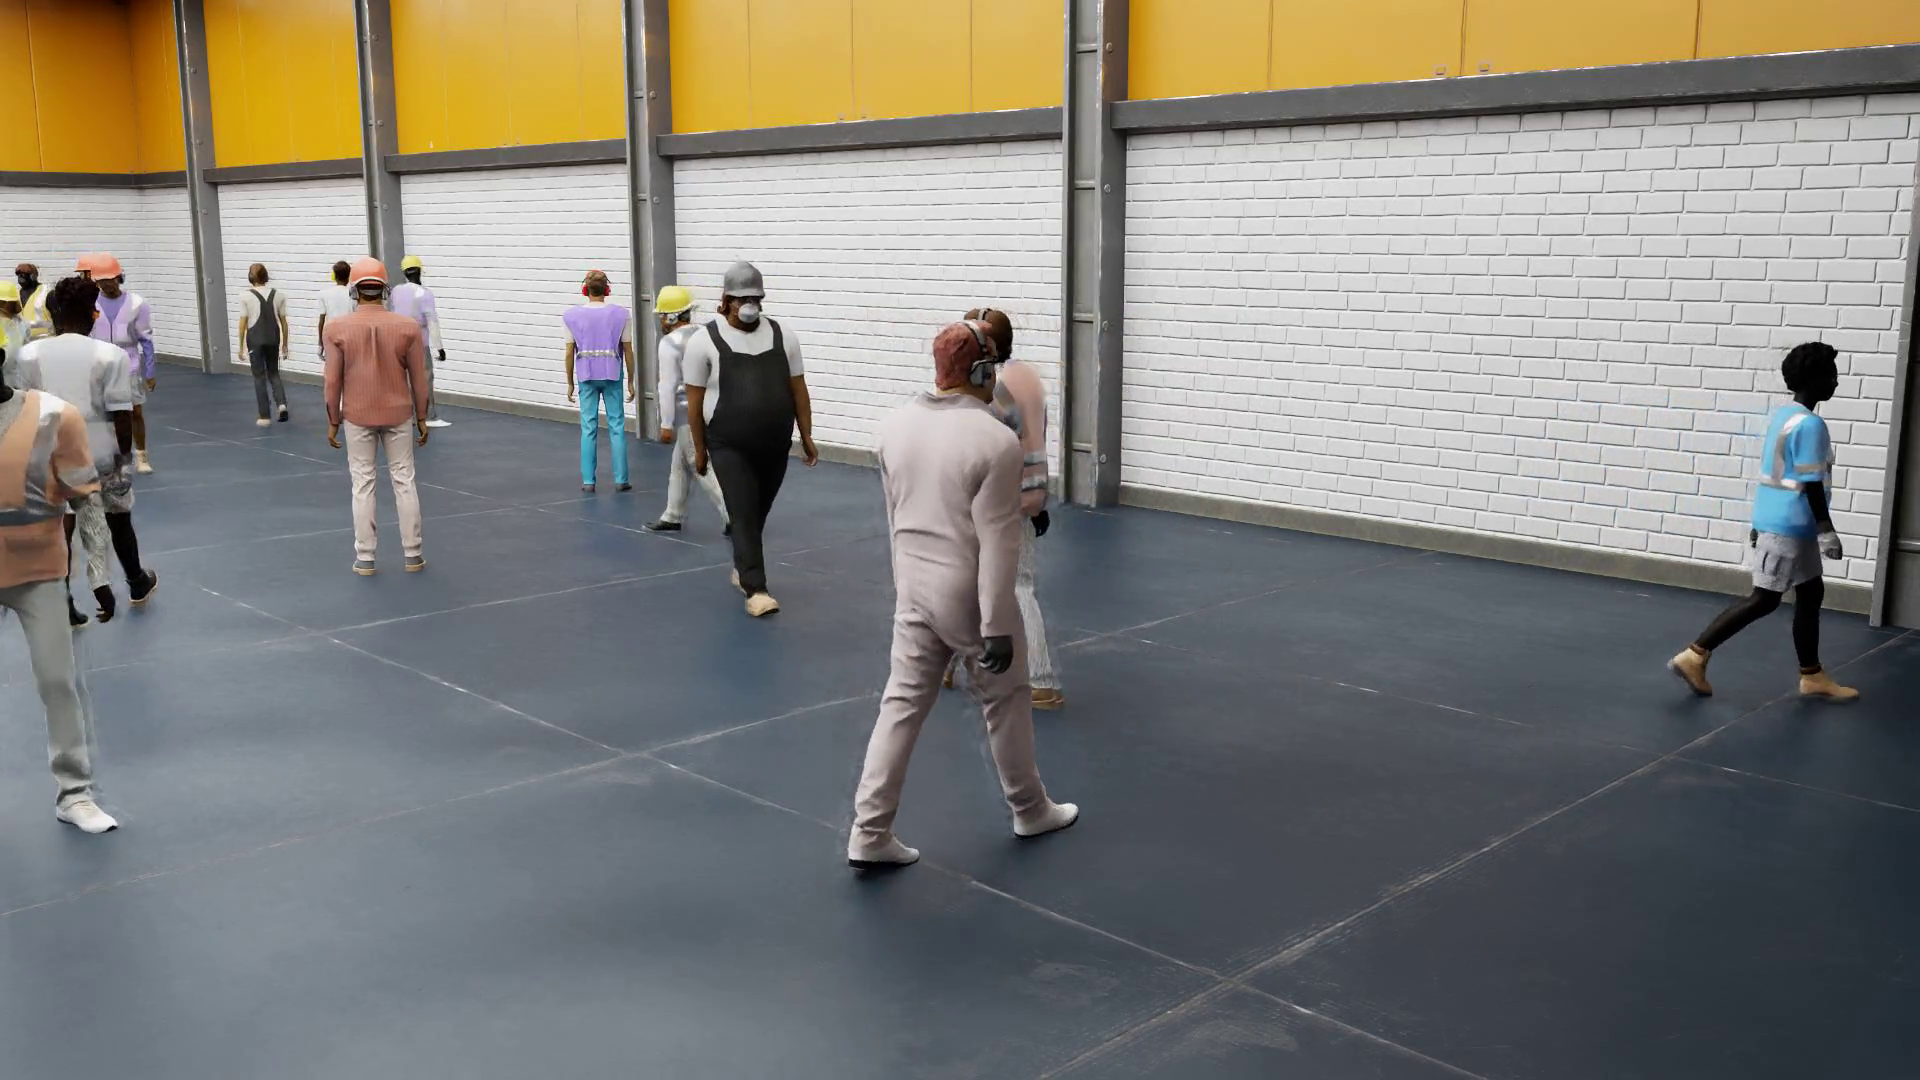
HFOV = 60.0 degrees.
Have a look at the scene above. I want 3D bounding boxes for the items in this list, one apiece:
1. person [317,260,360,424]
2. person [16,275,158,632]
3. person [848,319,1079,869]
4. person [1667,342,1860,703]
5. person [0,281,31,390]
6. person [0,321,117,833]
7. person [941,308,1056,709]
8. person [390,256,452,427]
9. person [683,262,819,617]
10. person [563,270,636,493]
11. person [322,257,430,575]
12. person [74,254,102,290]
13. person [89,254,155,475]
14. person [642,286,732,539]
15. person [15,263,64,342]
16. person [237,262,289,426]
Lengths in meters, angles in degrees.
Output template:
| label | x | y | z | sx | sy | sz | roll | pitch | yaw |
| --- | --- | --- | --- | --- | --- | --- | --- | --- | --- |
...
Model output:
| label | x | y | z | sx | sy | sz | roll | pitch | yaw |
| --- | --- | --- | --- | --- | --- | --- | --- | --- | --- |
| person | -6.878 | -2.176 | 18.518 | 0.527 | 1.852 | 0.414 | -3 | 11 | -18 |
| person | -4.822 | -0.495 | 9.185 | 0.607 | 1.910 | 1.004 | -2 | 11 | -8 |
| person | -0.007 | 0.186 | 5.647 | 0.659 | 1.860 | 0.980 | 10 | 14 | 44 |
| person | 3.699 | -0.074 | 7.565 | 0.794 | 1.667 | 0.533 | 4 | 11 | 19 |
| person | -8.298 | -1.389 | 14.553 | 0.311 | 1.736 | 0.483 | 5 | 12 | 27 |
| person | -3.413 | 0.120 | 5.870 | 0.810 | 1.903 | 0.461 | -2 | 11 | -12 |
| person | 0.057 | -0.143 | 7.567 | 0.918 | 1.798 | 0.655 | 5 | 11 | 24 |
| person | -6.024 | -2.191 | 18.481 | 0.727 | 1.903 | 0.377 | 5 | 12 | 28 |
| person | -1.200 | -0.630 | 9.577 | 0.690 | 2.000 | 1.018 | -6 | 12 | -29 |
| person | -2.984 | -1.307 | 13.809 | 0.570 | 1.842 | 0.384 | -2 | 11 | -10 |
| person | -3.674 | -0.775 | 10.498 | 0.626 | 1.991 | 0.393 | -5 | 11 | -24 |
| person | -9.167 | -2.060 | 17.702 | 0.378 | 1.933 | 0.544 | -1 | 10 | -4 |
| person | -7.351 | -1.488 | 14.490 | 0.621 | 1.955 | 1.024 | -5 | 11 | -24 |
| person | -1.843 | -0.888 | 11.700 | 0.856 | 1.794 | 0.593 | 3 | 11 | 16 |
| person | -10.747 | -2.274 | 19.186 | 0.661 | 1.799 | 0.917 | 3 | 11 | 15 |
| person | -7.812 | -2.181 | 18.627 | 0.393 | 1.832 | 0.523 | 10 | 14 | 44 |
